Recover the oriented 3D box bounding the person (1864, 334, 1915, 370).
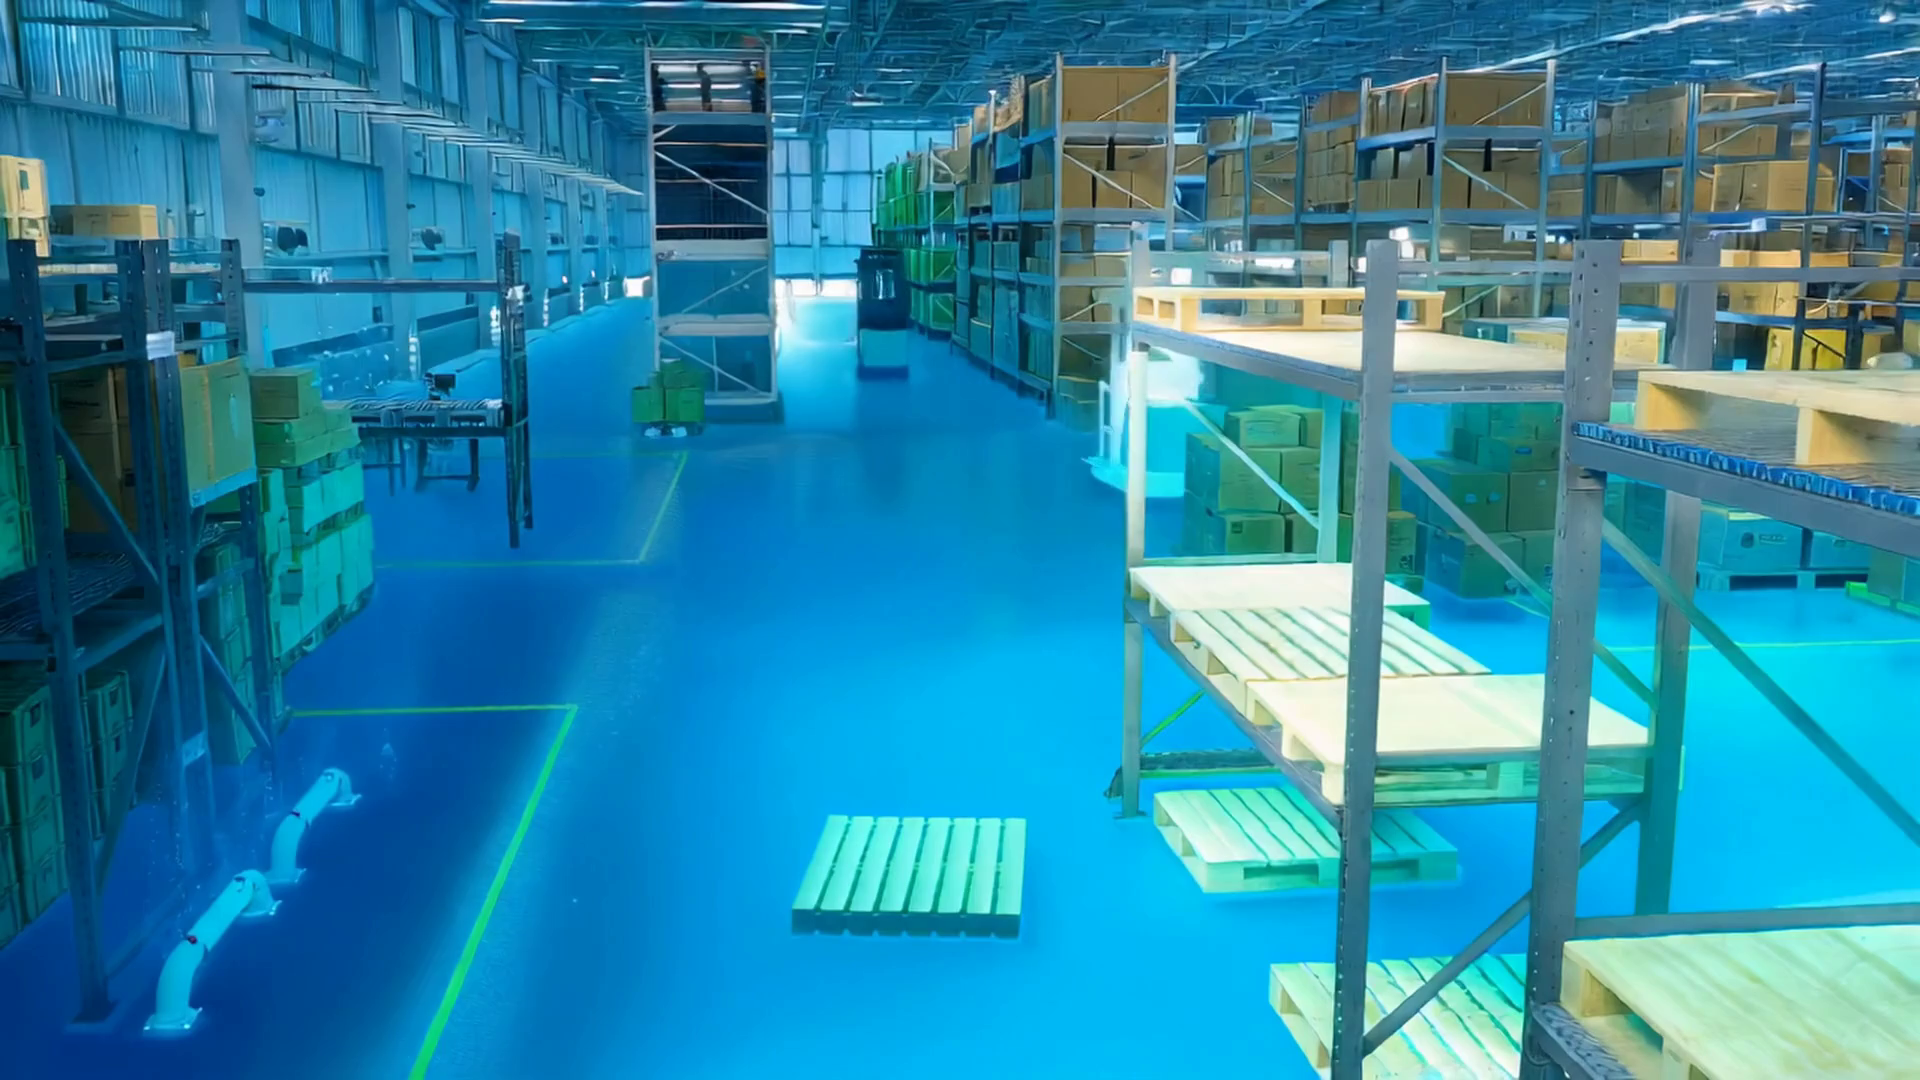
[{"bbox_3d":[12.159,-1.785,21.806,0.629,1.812,0.861,2,10,13],"label":"person"}]

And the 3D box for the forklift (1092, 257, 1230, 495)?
[{"bbox_3d":[2.475,-2.044,20.260,1.129,2.768,1.873,-3,11,-15],"label":"forklift"}]

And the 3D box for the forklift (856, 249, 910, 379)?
[{"bbox_3d":[-1.709,-4.996,36.618,1.129,2.768,1.873,-1,10,-6],"label":"forklift"}]

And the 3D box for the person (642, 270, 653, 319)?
[{"bbox_3d":[-12.074,-9.523,64.449,0.401,1.894,0.653,8,13,37],"label":"person"}]

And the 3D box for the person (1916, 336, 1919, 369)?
[{"bbox_3d":[15.306,-2.626,26.123,0.542,1.929,0.369,8,13,39],"label":"person"}]

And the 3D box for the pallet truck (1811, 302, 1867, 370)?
[{"bbox_3d":[15.846,-3.142,28.793,1.885,1.965,0.823,2,10,12],"label":"pallet truck"}]

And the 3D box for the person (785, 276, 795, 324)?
[{"bbox_3d":[-6.200,-8.741,60.525,0.322,1.741,0.490,-3,11,-14],"label":"person"}]

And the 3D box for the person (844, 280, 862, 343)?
[{"bbox_3d":[-2.963,-6.698,48.825,0.812,1.878,0.652,-1,10,-6],"label":"person"}]
